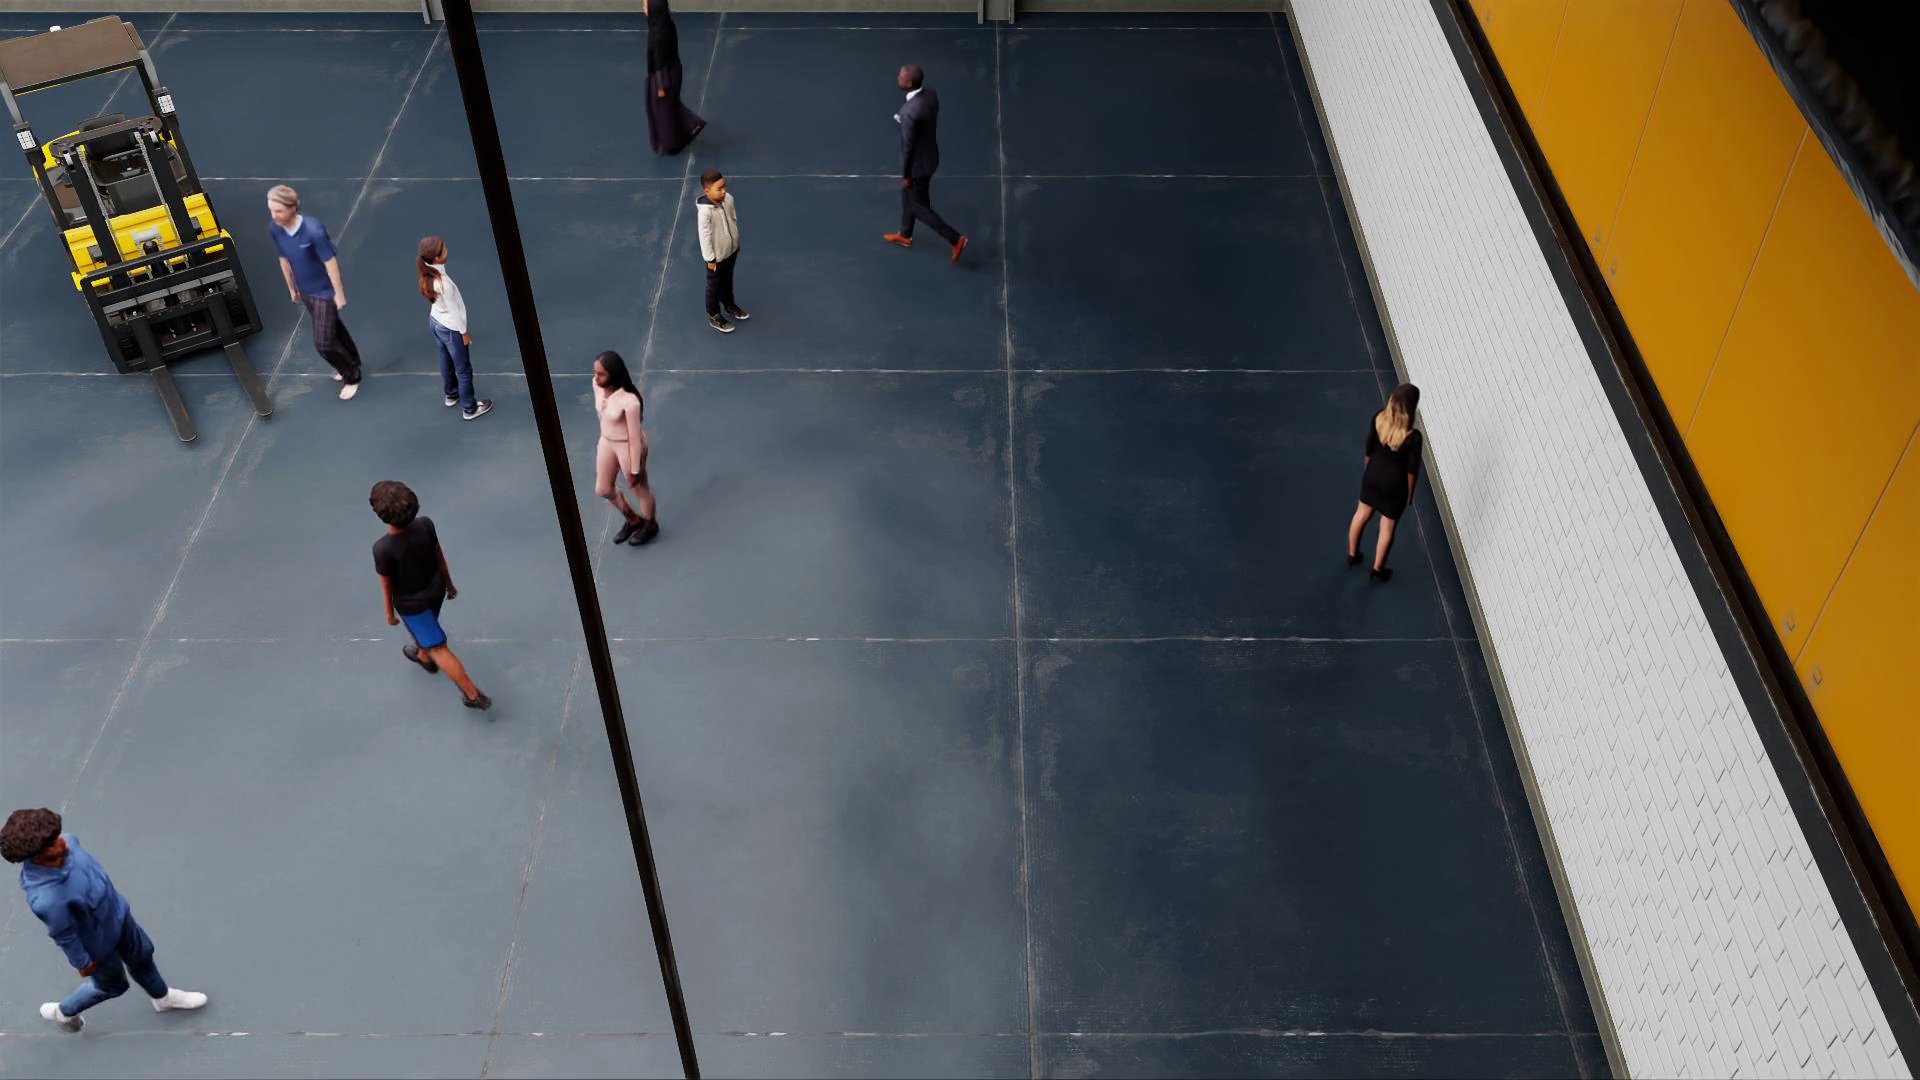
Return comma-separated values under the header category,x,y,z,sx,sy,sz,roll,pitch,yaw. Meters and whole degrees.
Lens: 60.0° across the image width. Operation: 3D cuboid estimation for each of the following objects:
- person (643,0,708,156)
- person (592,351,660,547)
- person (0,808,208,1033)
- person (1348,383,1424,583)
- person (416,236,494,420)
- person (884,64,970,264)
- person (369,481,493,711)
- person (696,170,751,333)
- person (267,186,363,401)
category,x,y,z,sx,sy,sz,roll,pitch,yaw
person,-2.690,-4.356,15.561,0.787,1.606,0.599,1,44,1
person,-2.273,-0.660,11.604,0.753,1.711,0.823,31,52,29
person,-4.624,2.036,8.717,1.038,1.791,0.768,-6,44,-7
person,2.906,-0.390,11.346,0.654,1.677,0.601,-33,53,-30
person,-3.930,-1.636,12.744,0.615,1.552,0.678,33,53,30
person,-0.279,-3.192,14.201,1.197,1.796,0.942,14,45,15
person,-3.348,0.391,10.462,1.207,1.764,1.051,27,50,25
person,-1.978,-2.391,13.609,0.646,1.452,0.645,19,47,18
person,-4.902,-1.970,12.882,0.843,1.845,0.890,18,46,18
